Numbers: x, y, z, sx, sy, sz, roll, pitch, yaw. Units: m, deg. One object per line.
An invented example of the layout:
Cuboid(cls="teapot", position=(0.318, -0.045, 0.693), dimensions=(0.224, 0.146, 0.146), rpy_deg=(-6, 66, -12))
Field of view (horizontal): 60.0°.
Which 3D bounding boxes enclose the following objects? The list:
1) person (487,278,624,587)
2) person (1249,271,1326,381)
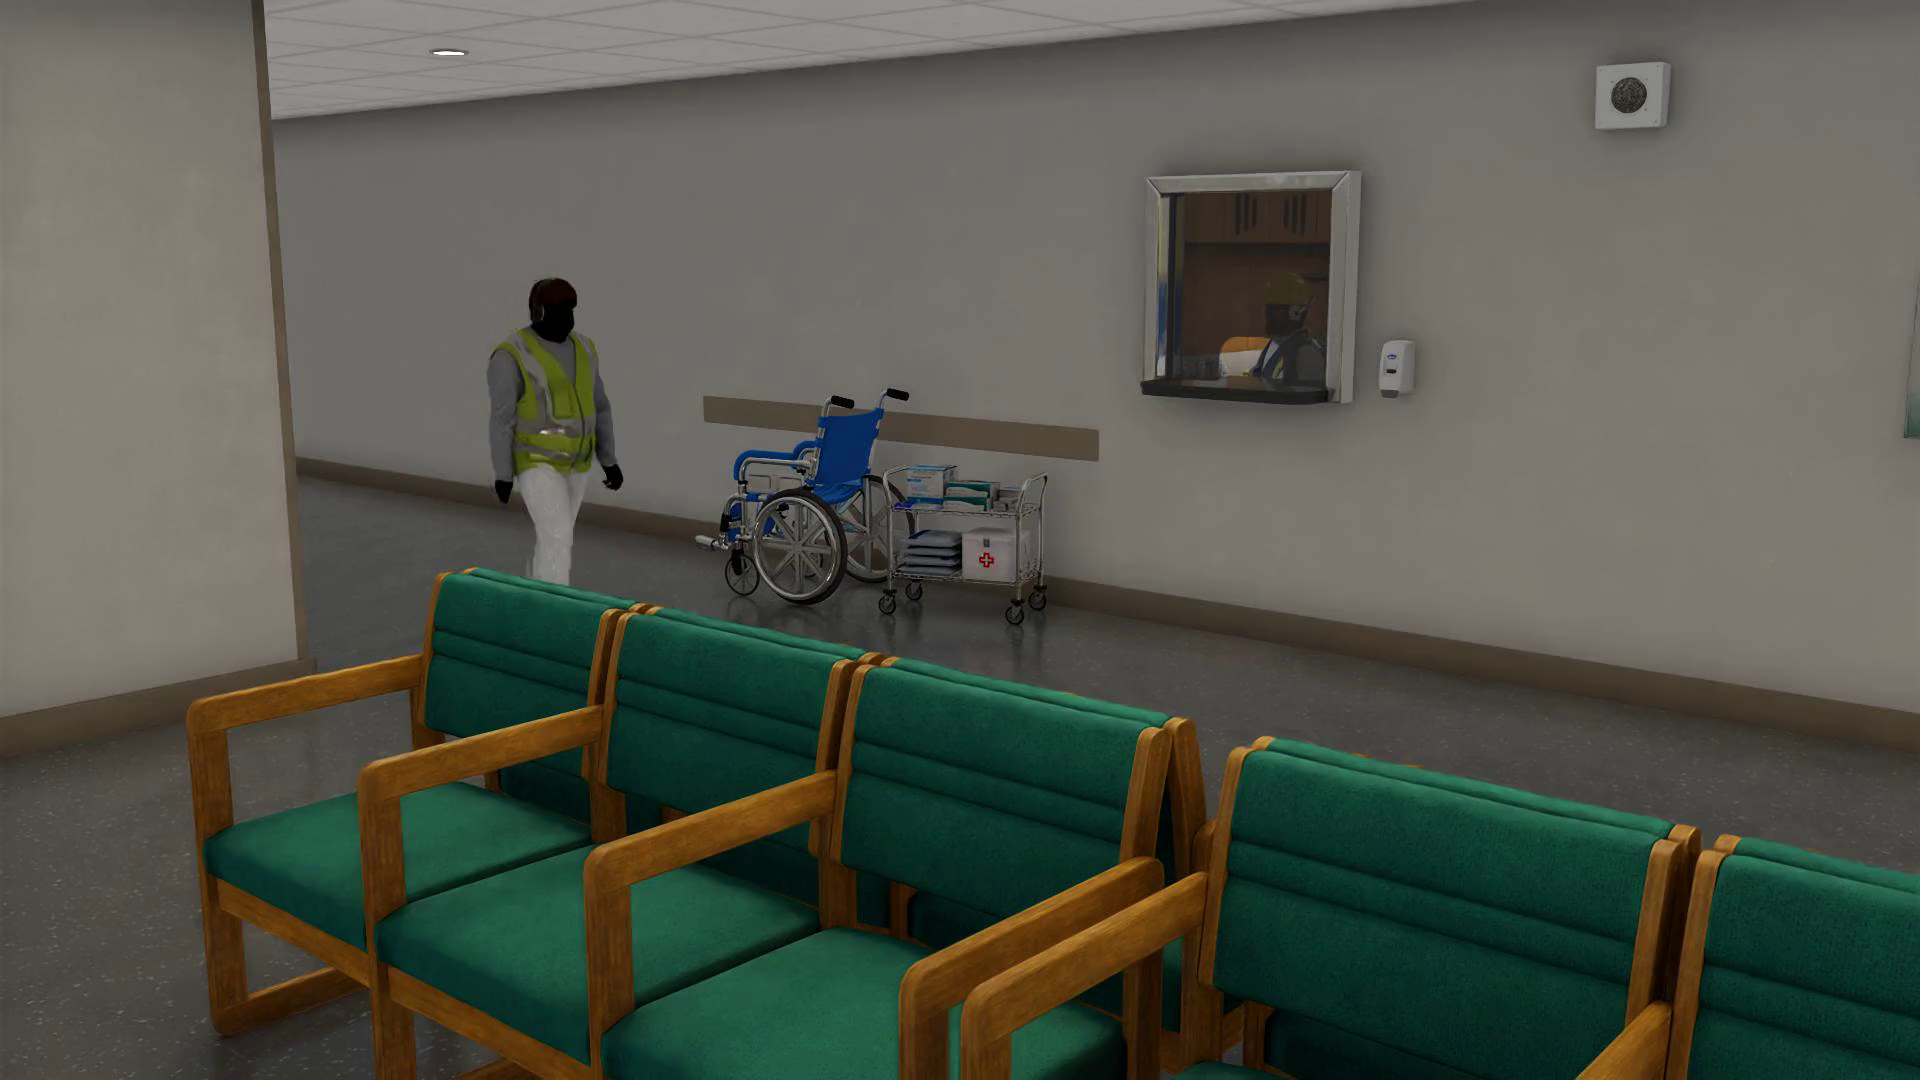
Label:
Cuboid(cls="person", position=(-1.916, -0.356, 8.118), dimensions=(0.744, 1.813, 0.626), rpy_deg=(6, 12, 30))
Cuboid(cls="person", position=(1.743, -0.531, 9.023), dimensions=(0.404, 1.835, 0.590), rpy_deg=(-2, 10, -11))
